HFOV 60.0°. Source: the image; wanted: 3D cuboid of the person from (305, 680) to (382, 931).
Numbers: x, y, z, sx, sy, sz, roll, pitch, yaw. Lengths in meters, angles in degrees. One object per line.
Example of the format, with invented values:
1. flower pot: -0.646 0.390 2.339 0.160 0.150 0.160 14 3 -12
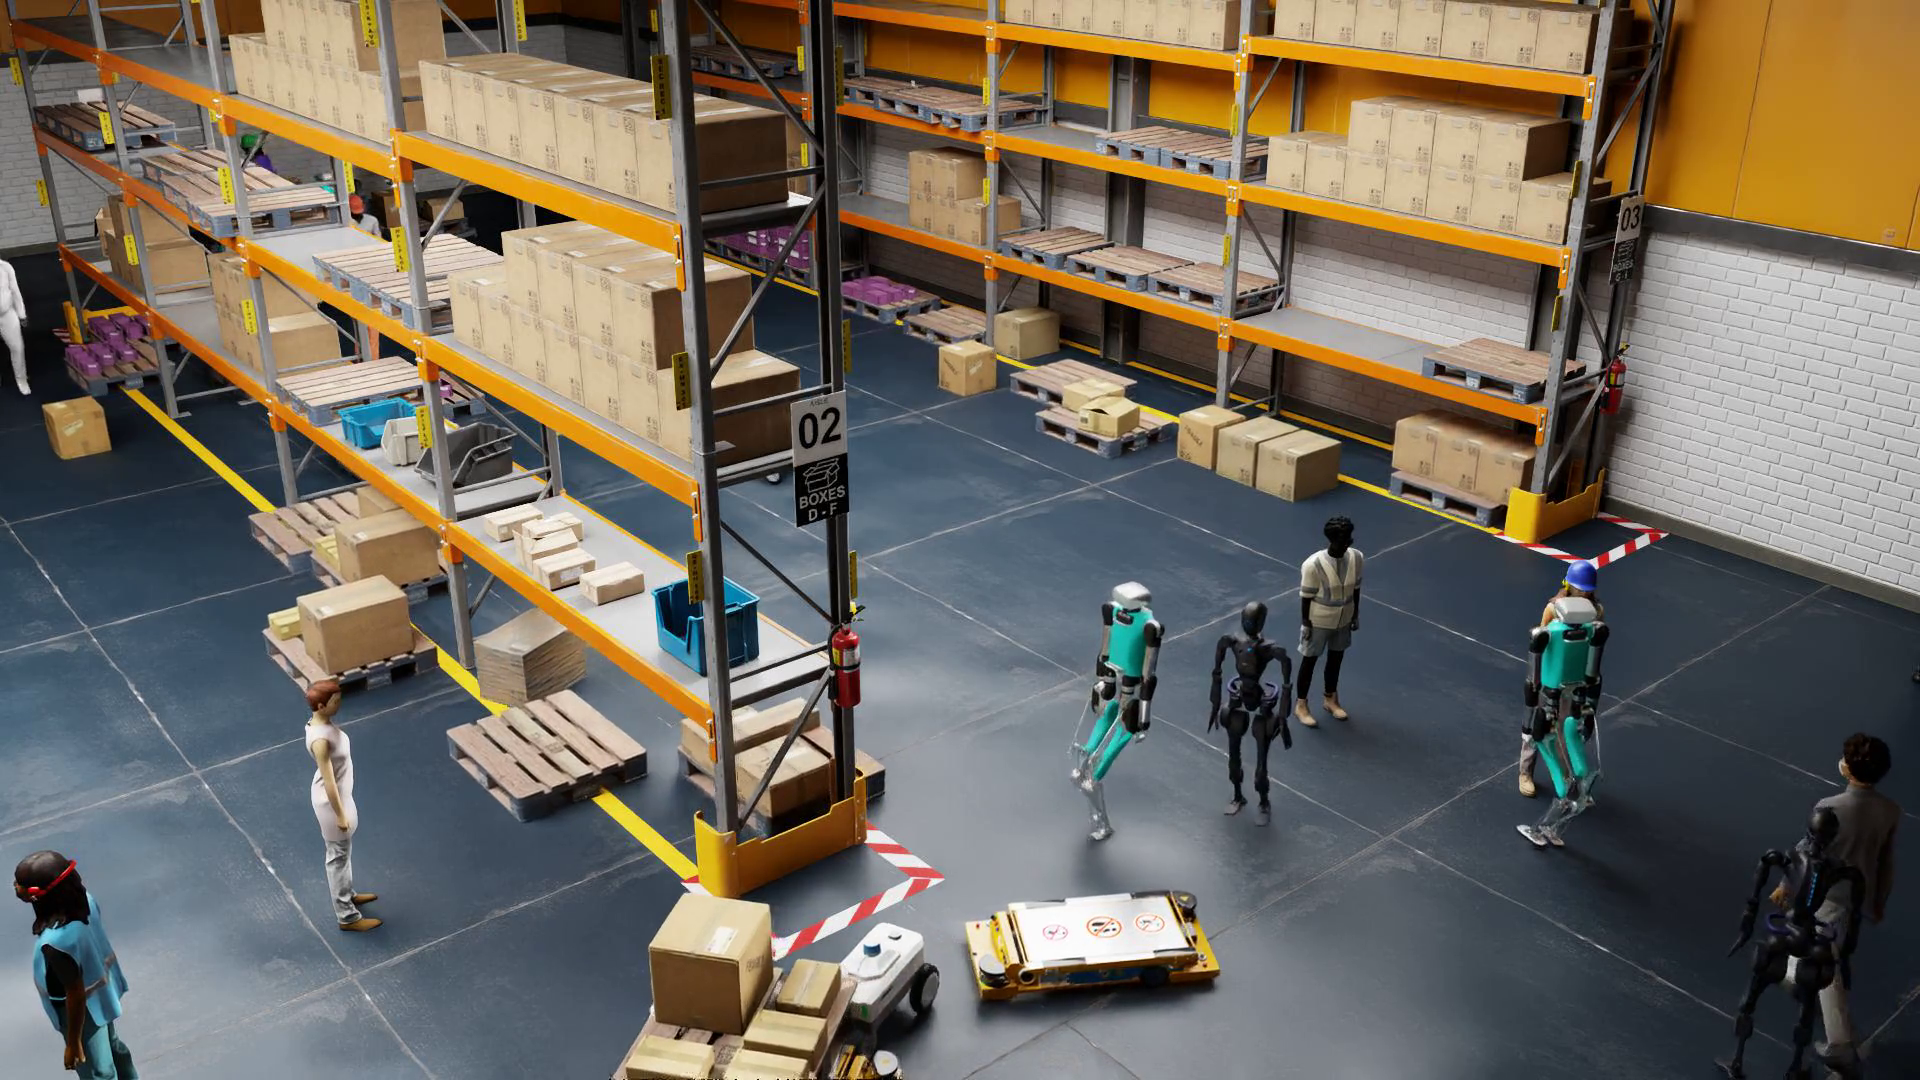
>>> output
1. person: -3.802 1.606 10.168 0.284 1.658 0.450 -9 25 -19

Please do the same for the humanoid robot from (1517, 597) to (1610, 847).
1. humanoid robot: 3.980 1.284 10.807 0.532 1.789 0.671 -5 24 -10

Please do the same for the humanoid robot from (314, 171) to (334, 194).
1. humanoid robot: -9.228 -4.441 24.099 0.660 1.816 0.543 7 24 17

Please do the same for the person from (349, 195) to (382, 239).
1. person: -8.190 -3.893 22.839 0.604 1.705 0.435 -10 25 -22

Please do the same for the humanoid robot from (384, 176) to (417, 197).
1. humanoid robot: -9.401 -6.141 28.107 0.767 1.845 0.541 8 25 18

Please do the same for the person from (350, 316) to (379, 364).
1. person: -7.178 -2.727 20.083 0.499 1.759 0.339 13 27 28

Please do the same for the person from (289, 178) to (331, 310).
1. person: -9.289 -4.191 23.395 0.991 1.818 0.554 19 30 37

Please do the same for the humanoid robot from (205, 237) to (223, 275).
1. humanoid robot: -10.448 -3.996 23.083 0.881 1.791 0.573 2 23 4

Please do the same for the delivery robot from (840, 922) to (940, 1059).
1. delivery robot: -0.481 2.513 9.472 0.499 0.601 0.775 12 26 25

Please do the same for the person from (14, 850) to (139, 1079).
1. person: -4.307 2.339 8.213 0.370 1.864 0.541 -6 24 -14

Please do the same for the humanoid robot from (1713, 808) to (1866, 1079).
1. humanoid robot: 4.429 2.176 8.826 0.612 1.639 0.387 8 25 18

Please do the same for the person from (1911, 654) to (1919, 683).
1. person: 7.812 0.262 12.954 0.547 1.925 0.387 13 27 28

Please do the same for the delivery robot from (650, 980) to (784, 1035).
1. delivery robot: -1.325 2.640 9.159 0.772 0.586 0.499 -15 27 -30

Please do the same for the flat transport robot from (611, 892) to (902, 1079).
1. flat transport robot: -1.081 2.924 8.872 1.431 0.231 0.659 5 24 12

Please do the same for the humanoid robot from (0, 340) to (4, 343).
1. humanoid robot: -12.787 -3.352 21.632 0.589 1.634 0.418 18 29 35

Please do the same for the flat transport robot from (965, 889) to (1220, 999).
1. flat transport robot: 0.784 2.432 10.012 1.431 0.231 0.659 -3 24 -8

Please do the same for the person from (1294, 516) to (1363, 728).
1. person: 2.764 0.597 12.468 0.535 1.692 0.319 -10 25 -21

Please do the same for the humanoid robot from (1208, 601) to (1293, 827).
1. humanoid robot: 1.978 1.151 11.207 0.596 1.641 0.371 11 26 24

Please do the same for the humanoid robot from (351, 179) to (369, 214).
1. humanoid robot: -8.621 -4.383 24.014 0.323 1.648 0.590 -1 23 -1

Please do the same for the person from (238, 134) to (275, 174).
1. person: -11.011 -5.490 26.349 0.966 1.864 0.558 -4 24 -10

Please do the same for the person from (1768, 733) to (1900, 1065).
1. person: 4.856 1.939 9.159 0.543 1.853 0.960 -3 24 -8

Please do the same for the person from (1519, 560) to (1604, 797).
1. person: 4.194 0.955 11.528 0.467 1.778 0.309 -1 23 -3

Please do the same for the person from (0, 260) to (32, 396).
1. person: -11.402 -2.605 19.674 0.701 1.863 0.869 -15 27 -30

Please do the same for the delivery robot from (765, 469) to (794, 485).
1. delivery robot: -2.002 -0.935 17.446 0.795 0.592 0.499 14 27 30

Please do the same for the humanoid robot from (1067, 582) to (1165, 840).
1. humanoid robot: 0.950 1.190 11.067 0.726 1.797 0.546 -16 28 -32
